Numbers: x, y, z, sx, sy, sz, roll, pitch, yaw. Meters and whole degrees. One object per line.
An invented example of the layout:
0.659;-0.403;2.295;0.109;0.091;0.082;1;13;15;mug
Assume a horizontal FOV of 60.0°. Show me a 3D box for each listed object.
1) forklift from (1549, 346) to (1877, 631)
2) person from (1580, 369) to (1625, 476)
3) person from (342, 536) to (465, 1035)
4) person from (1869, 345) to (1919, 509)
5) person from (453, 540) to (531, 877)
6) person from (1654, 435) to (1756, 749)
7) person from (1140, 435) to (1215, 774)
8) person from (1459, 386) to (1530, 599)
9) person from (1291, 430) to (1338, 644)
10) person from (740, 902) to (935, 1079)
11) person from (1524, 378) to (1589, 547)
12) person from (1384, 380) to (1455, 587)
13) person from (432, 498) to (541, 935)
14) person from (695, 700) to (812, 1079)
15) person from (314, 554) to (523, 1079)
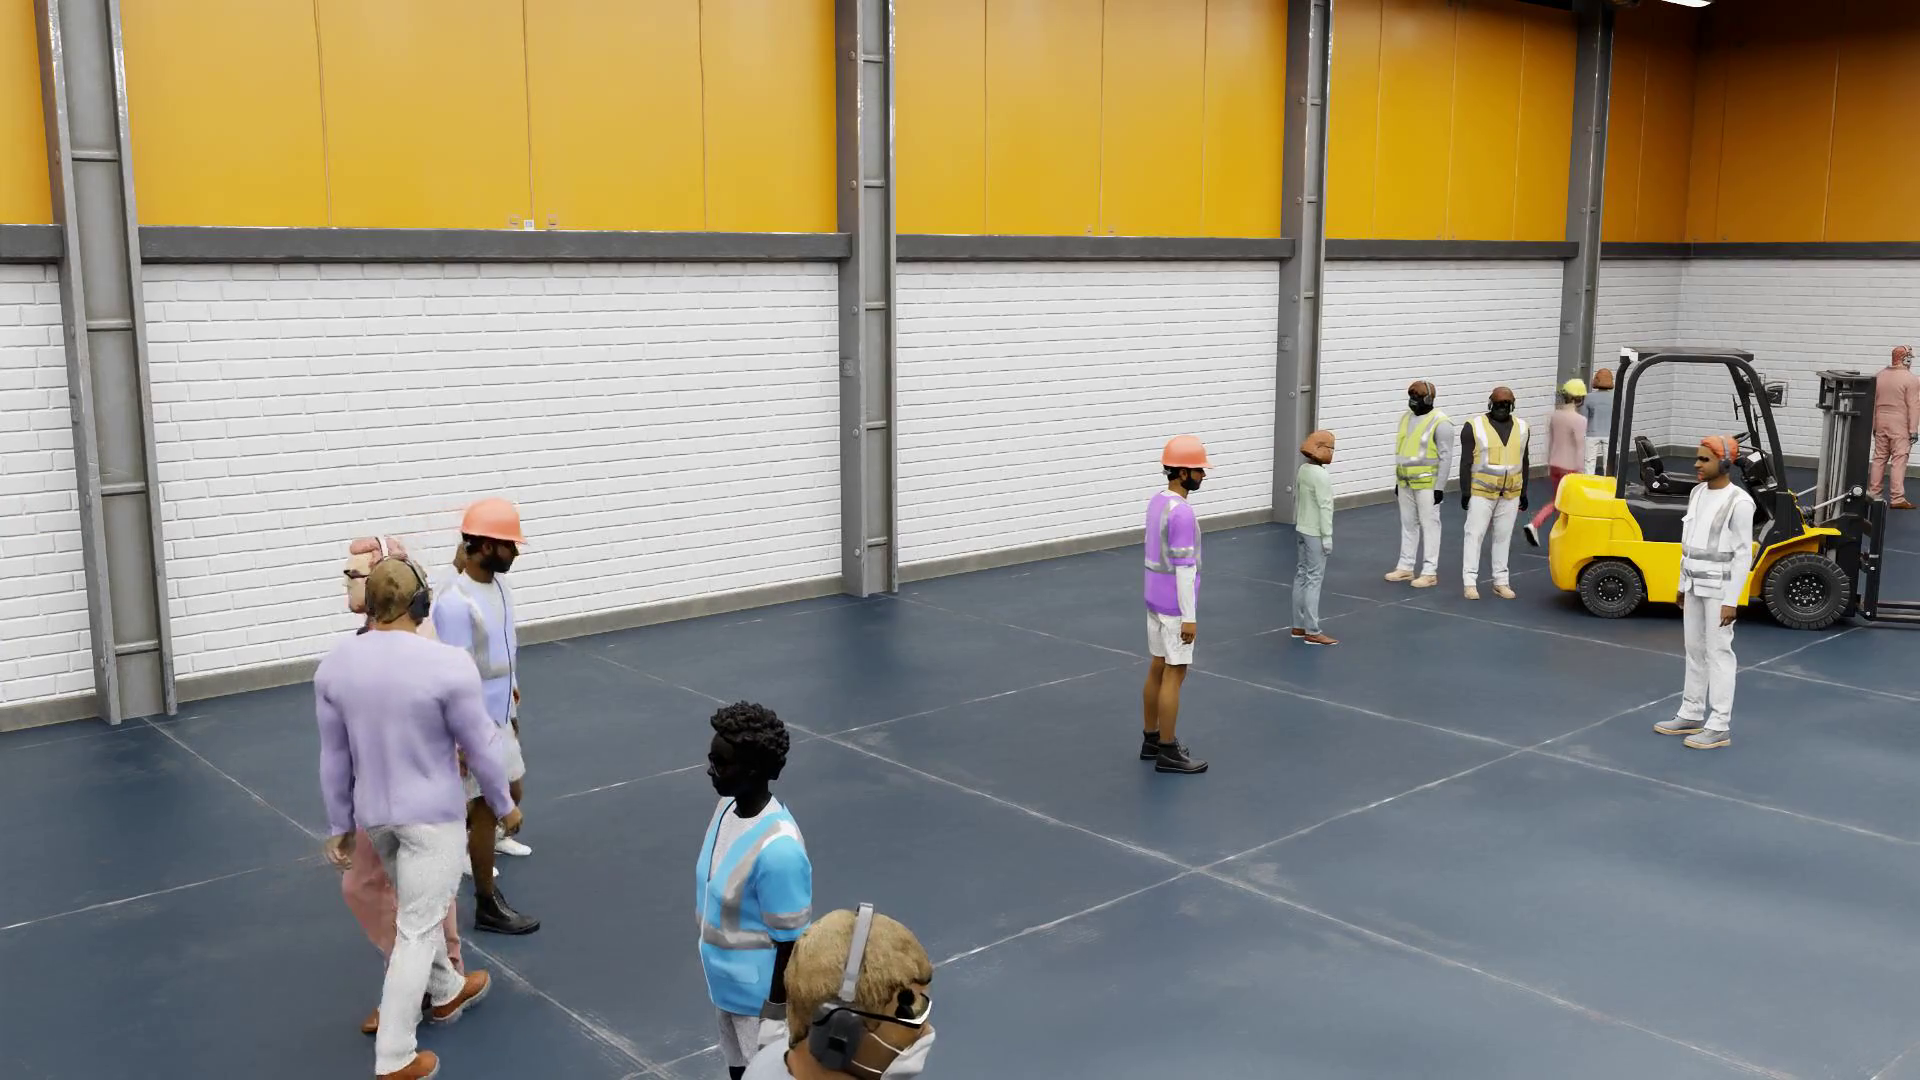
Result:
6.109;-0.478;13.691;2.313;2.155;1.214;3;10;16;forklift
7.502;-1.188;19.484;0.500;1.633;0.280;3;10;16;person
-2.193;0.918;6.385;0.576;1.893;0.639;-4;10;-22;person
10.954;-1.319;19.455;0.407;1.909;0.638;-3;10;-18;person
-2.256;0.727;7.969;0.327;1.737;0.492;3;10;16;person
4.505;0.306;10.011;0.353;1.883;0.578;-1;10;-9;person
1.251;0.360;9.534;0.375;1.935;0.550;-2;10;-11;person
4.598;-0.402;14.295;0.619;1.838;0.430;-1;10;-6;person
2.712;-0.027;12.688;0.279;1.633;0.498;-2;10;-10;person
-0.209;1.526;2.728;0.379;1.933;0.629;-3;10;-16;person
5.925;-0.712;16.378;0.496;1.754;0.524;-3;10;-15;person
4.104;-0.503;14.868;0.430;1.844;0.623;-5;11;-26;person
-2.163;0.760;7.272;0.631;1.911;0.570;2;10;10;person
-0.594;1.291;4.790;0.318;1.697;0.533;-5;11;-28;person
-1.948;0.981;6.044;0.640;1.899;0.884;4;10;20;person
